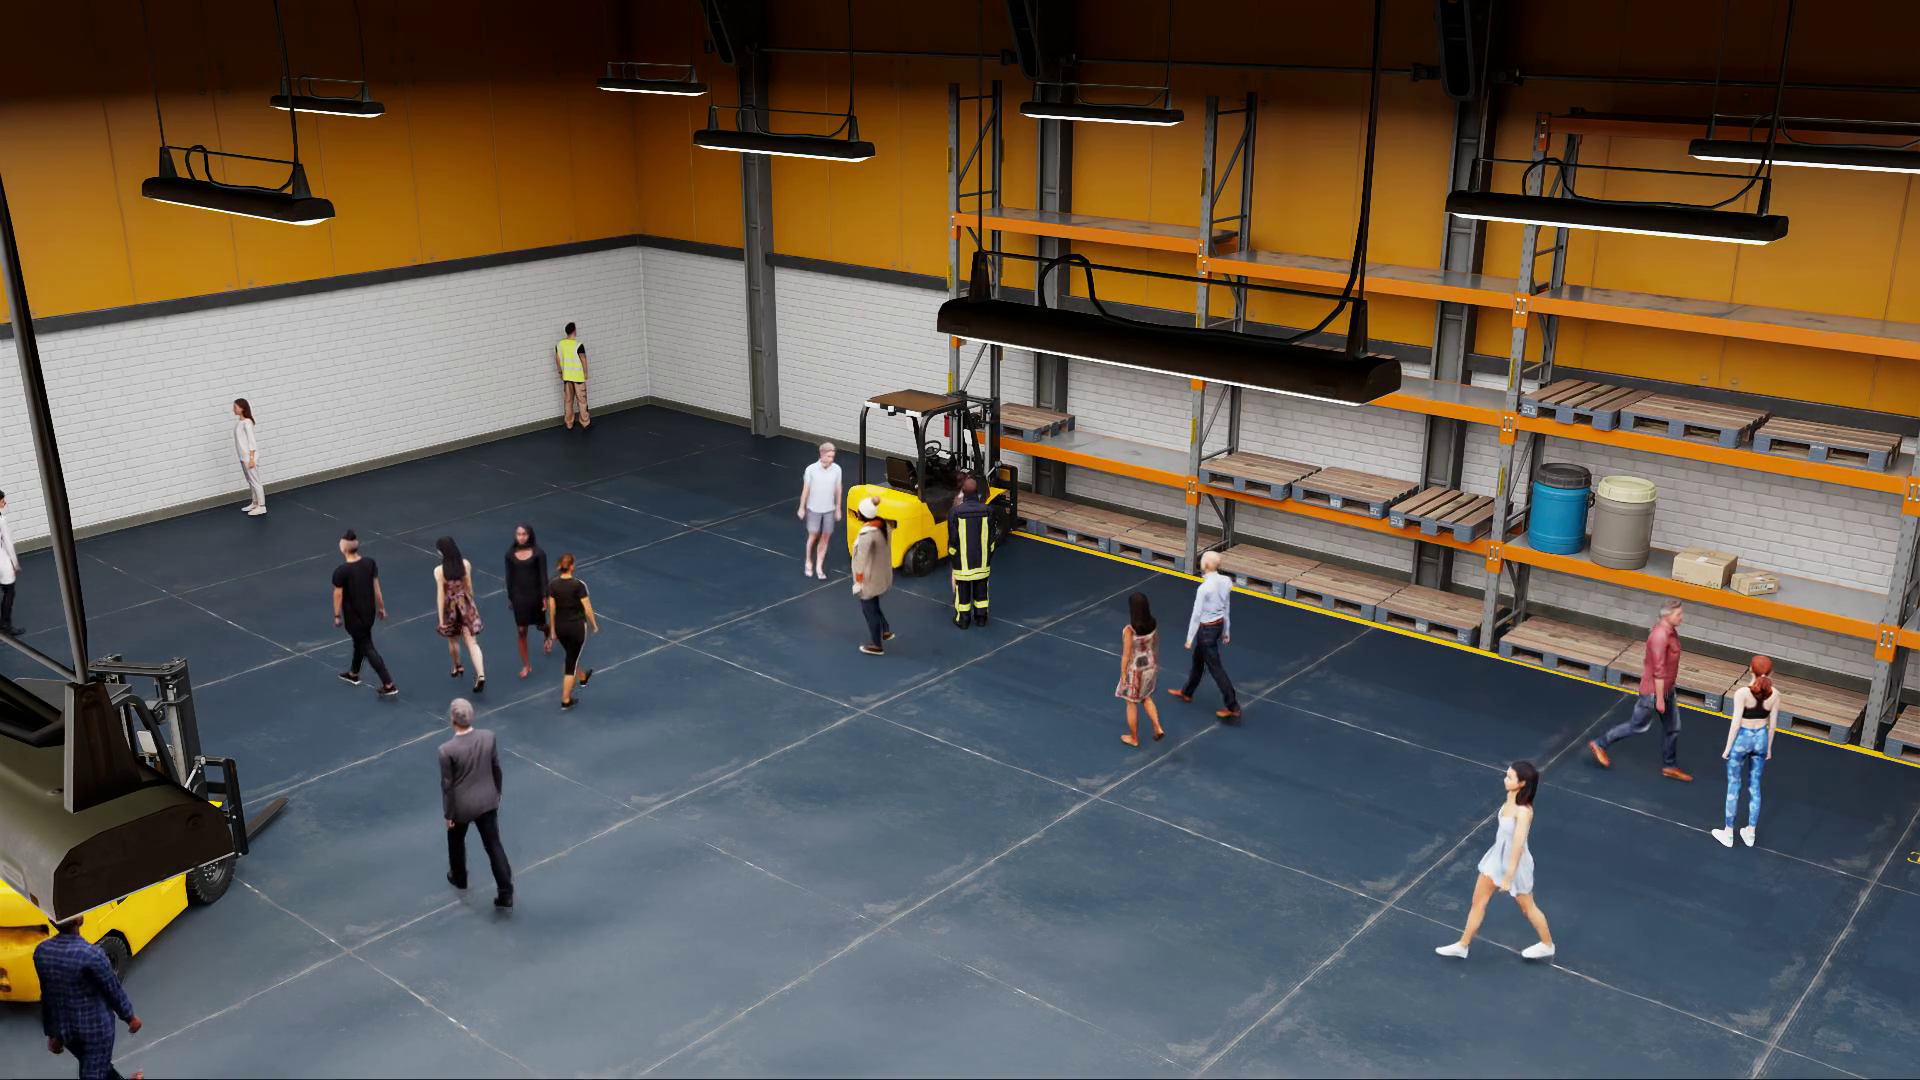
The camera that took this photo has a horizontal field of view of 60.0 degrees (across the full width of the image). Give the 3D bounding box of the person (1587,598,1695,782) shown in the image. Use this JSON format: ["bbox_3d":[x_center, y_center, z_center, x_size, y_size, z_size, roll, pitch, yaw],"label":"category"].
[{"bbox_3d":[6.536,1.417,15.839,1.229,1.792,0.765,12,22,32],"label":"person"}]

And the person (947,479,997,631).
[{"bbox_3d":[0.134,0.143,19.576,0.863,1.823,0.888,-5,19,-14],"label":"person"}]

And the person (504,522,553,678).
[{"bbox_3d":[-4.734,0.617,18.357,1.033,1.702,1.052,1,19,2],"label":"person"}]

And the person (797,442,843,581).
[{"bbox_3d":[-1.799,-0.400,21.214,0.850,1.806,0.850,-6,19,-16],"label":"person"}]

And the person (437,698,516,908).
[{"bbox_3d":[-3.934,2.180,13.569,0.869,1.795,1.237,-15,24,-38],"label":"person"}]

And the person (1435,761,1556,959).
[{"bbox_3d":[4.320,2.515,12.755,1.183,1.681,1.074,0,19,0],"label":"person"}]

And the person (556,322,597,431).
[{"bbox_3d":[-6.553,-2.791,28.251,0.813,1.846,0.895,4,19,11],"label":"person"}]

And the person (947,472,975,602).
[{"bbox_3d":[-0.037,-0.004,20.243,0.764,1.676,0.654,-8,20,-23],"label":"person"}]

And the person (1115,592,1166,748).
[{"bbox_3d":[1.830,1.320,16.411,0.729,1.611,0.844,-13,23,-34],"label":"person"}]

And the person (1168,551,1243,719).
[{"bbox_3d":[2.627,1.013,17.107,1.212,1.749,0.702,18,25,42],"label":"person"}]

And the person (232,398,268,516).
[{"bbox_3d":[-10.174,-1.203,23.784,0.702,1.688,0.523,-15,24,-37],"label":"person"}]

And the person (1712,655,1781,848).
[{"bbox_3d":[6.909,1.841,14.593,0.667,1.784,0.736,0,19,-1],"label":"person"}]

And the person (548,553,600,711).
[{"bbox_3d":[-4.109,0.977,17.397,1.052,1.632,0.891,7,20,19],"label":"person"}]

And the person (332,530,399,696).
[{"bbox_3d":[-6.295,0.808,17.604,1.239,1.820,0.865,10,21,27],"label":"person"}]

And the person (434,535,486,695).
[{"bbox_3d":[-5.271,0.836,17.670,0.729,1.726,1.191,-15,24,-37],"label":"person"}]

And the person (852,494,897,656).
[{"bbox_3d":[-0.898,0.396,18.738,0.824,1.879,0.808,6,20,17],"label":"person"}]

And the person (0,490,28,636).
[{"bbox_3d":[-11.220,0.279,19.239,0.683,1.780,0.955,3,19,10],"label":"person"}]

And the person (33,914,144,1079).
[{"bbox_3d":[-5.650,3.172,10.647,1.116,1.781,1.026,4,19,12],"label":"person"}]
